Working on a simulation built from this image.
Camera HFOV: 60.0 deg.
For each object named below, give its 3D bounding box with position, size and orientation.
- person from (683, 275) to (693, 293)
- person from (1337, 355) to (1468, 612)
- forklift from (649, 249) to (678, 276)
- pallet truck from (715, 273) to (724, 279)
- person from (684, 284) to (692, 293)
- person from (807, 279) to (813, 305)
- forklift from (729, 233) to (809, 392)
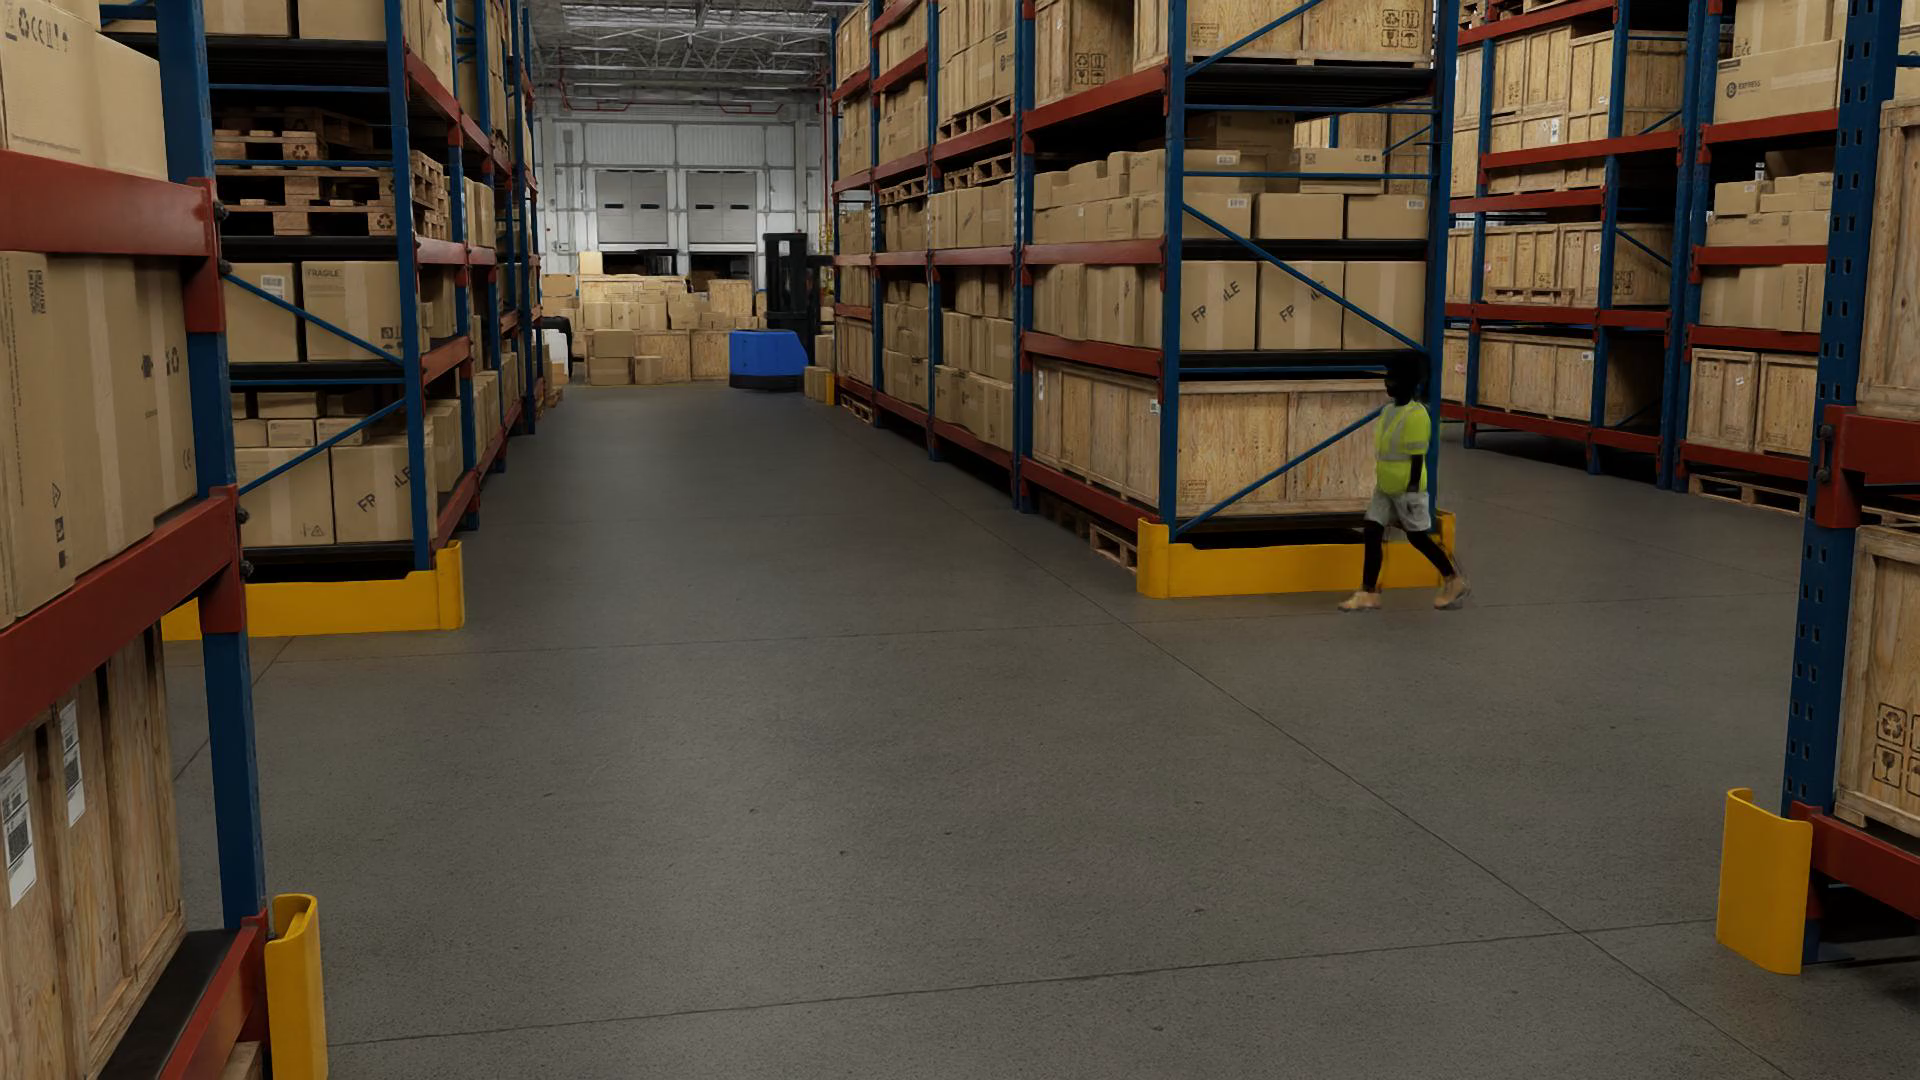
[{"bbox_3d":[-10.056,-8.806,61.397,0.589,1.928,0.386,5,11,29],"label":"person"},{"bbox_3d":[2.890,-0.354,10.681,0.817,1.668,0.537,-2,10,-13],"label":"person"},{"bbox_3d":[-9.883,-8.343,55.675,1.129,2.768,1.873,-7,12,-38],"label":"forklift"},{"bbox_3d":[-8.580,-8.986,62.280,1.885,1.965,0.823,1,9,5],"label":"pallet truck"},{"bbox_3d":[-6.099,-4.813,37.311,0.429,1.846,0.633,-6,11,-34],"label":"person"},{"bbox_3d":[-2.894,-3.883,31.186,0.395,1.993,0.614,-6,11,-31],"label":"person"},{"bbox_3d":[-3.138,-4.105,29.846,1.873,2.768,1.129,-8,12,-41],"label":"forklift"}]
